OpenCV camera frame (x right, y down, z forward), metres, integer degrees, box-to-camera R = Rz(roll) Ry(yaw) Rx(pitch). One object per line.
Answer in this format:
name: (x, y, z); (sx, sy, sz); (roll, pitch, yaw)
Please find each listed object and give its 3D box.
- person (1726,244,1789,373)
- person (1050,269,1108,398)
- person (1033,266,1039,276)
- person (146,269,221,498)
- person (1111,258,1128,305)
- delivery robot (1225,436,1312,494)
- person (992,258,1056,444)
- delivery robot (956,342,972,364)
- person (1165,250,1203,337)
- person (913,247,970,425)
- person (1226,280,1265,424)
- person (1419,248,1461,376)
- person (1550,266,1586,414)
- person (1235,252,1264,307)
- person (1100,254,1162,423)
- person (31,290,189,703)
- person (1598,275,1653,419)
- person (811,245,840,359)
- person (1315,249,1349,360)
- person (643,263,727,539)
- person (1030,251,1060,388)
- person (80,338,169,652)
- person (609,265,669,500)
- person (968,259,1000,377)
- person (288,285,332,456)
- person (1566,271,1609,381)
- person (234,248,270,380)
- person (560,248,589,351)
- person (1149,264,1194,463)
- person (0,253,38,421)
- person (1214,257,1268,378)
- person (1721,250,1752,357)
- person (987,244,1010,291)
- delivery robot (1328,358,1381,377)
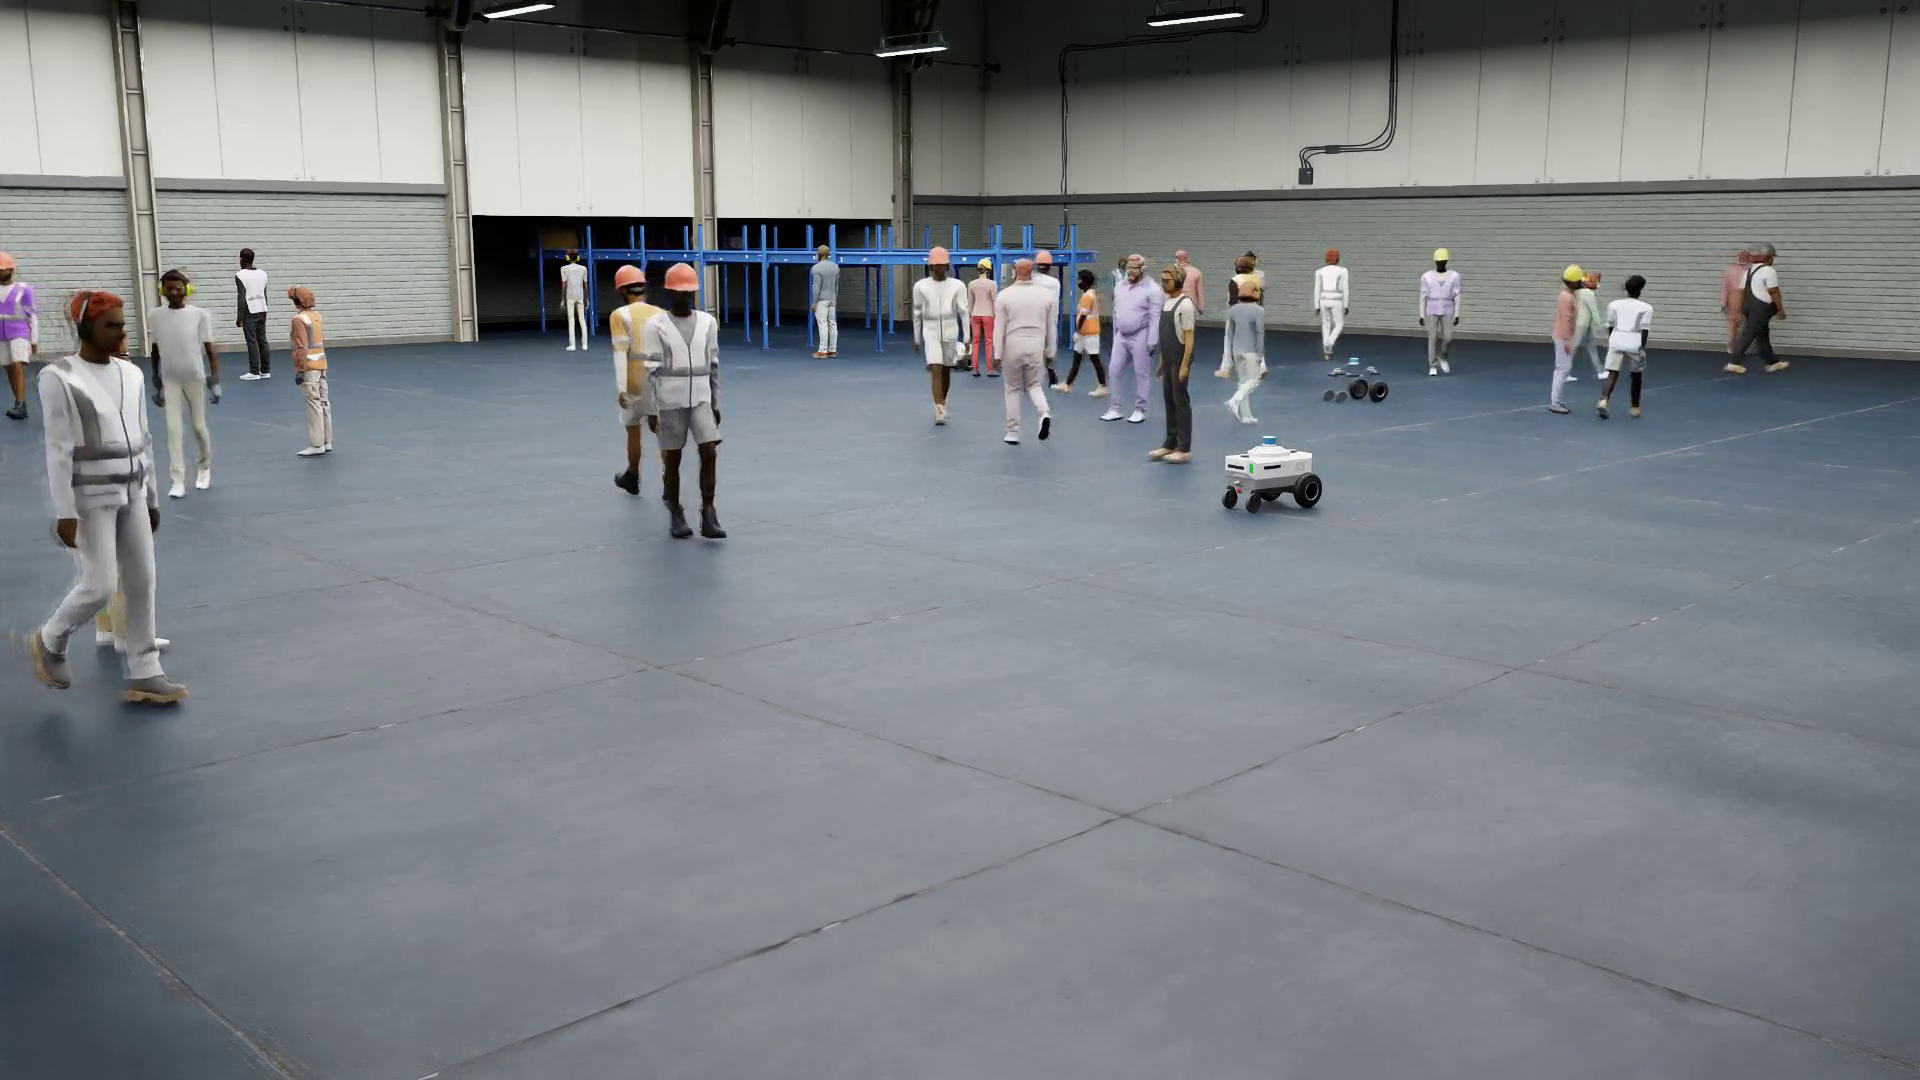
person: (12.378, -3.587, 25.707); (1.082, 2.000, 0.687); (0, 10, -1)
person: (1.570, -2.701, 21.776); (0.828, 1.655, 0.547); (1, 10, 6)
person: (1.699, -5.641, 37.726); (0.533, 1.697, 0.318); (-6, 12, -29)
person: (-6.390, -1.308, 13.711); (0.540, 1.842, 0.785); (-3, 11, -14)
person: (3.579, -5.387, 36.592); (0.545, 1.599, 0.805); (-1, 10, -8)
delivery robot: (2.420, -0.570, 13.053); (0.707, 0.478, 0.477); (-7, 13, -34)
person: (0.666, -1.906, 16.860); (0.660, 1.886, 0.580); (-3, 11, -17)
delivery robot: (-0.155, -2.977, 26.175); (0.707, 0.478, 0.477); (-5, 12, -26)
person: (3.796, -3.976, 28.216); (0.659, 1.867, 0.907); (1, 10, 7)
person: (-0.211, -2.327, 18.910); (0.643, 1.986, 1.089); (-1, 10, -4)
person: (3.165, -2.092, 18.592); (0.528, 1.616, 0.498); (-9, 14, -40)
person: (7.261, -3.450, 25.198); (0.602, 1.914, 0.436); (2, 11, 12)
person: (7.241, -2.385, 19.871); (0.314, 1.741, 0.590); (3, 11, 18)
person: (4.786, -3.846, 27.578); (0.535, 1.827, 0.881); (1, 10, 5)
person: (1.900, -2.254, 18.711); (0.680, 1.889, 0.658); (9, 14, 40)
person: (-3.868, -0.183, 7.477); (0.645, 1.870, 0.600); (3, 11, 16)
person: (7.693, -2.229, 19.225); (0.526, 1.663, 0.832); (8, 13, 37)
person: (-2.345, -4.121, 28.780); (0.372, 1.940, 0.631); (7, 13, 35)
person: (6.351, -4.024, 28.435); (0.608, 1.871, 0.448); (6, 12, 32)
person: (-1.877, -0.939, 11.484); (0.581, 1.907, 0.786); (-5, 12, -27)
person: (1.117, -2.989, 22.759); (0.563, 1.883, 1.016); (4, 11, 19)
person: (-4.313, -0.249, 8.498); (0.509, 1.632, 0.266); (10, 14, 43)
person: (-2.551, -1.254, 13.352); (0.565, 1.869, 1.009); (-8, 13, -36)
person: (0.364, -3.338, 24.995); (0.522, 1.762, 0.328); (6, 12, 30)
person: (-6.269, -1.633, 16.040); (0.314, 1.636, 0.515); (0, 10, 1)
person: (9.158, -3.093, 24.130); (0.862, 1.582, 0.511); (2, 11, 13)
person: (-10.452, -3.339, 24.578); (0.392, 1.917, 0.592); (3, 11, 16)
person: (-7.109, -4.431, 30.678); (0.534, 1.861, 0.309); (-6, 12, -28)
person: (2.015, -1.657, 15.601); (0.330, 1.843, 0.513); (-3, 11, -16)
person: (-10.910, -2.309, 19.008); (0.557, 1.904, 0.840); (-1, 10, -5)
person: (4.216, -3.290, 24.637); (0.638, 1.801, 0.948); (-7, 13, -35)
person: (13.783, -4.181, 29.330); (0.658, 1.863, 0.963); (5, 12, 26)
person: (0.744, -5.551, 36.669); (0.993, 1.892, 0.628); (10, 15, 44)
delivery robot: (5.066, -2.221, 21.344); (0.698, 0.223, 0.335); (-4, 11, -23)
